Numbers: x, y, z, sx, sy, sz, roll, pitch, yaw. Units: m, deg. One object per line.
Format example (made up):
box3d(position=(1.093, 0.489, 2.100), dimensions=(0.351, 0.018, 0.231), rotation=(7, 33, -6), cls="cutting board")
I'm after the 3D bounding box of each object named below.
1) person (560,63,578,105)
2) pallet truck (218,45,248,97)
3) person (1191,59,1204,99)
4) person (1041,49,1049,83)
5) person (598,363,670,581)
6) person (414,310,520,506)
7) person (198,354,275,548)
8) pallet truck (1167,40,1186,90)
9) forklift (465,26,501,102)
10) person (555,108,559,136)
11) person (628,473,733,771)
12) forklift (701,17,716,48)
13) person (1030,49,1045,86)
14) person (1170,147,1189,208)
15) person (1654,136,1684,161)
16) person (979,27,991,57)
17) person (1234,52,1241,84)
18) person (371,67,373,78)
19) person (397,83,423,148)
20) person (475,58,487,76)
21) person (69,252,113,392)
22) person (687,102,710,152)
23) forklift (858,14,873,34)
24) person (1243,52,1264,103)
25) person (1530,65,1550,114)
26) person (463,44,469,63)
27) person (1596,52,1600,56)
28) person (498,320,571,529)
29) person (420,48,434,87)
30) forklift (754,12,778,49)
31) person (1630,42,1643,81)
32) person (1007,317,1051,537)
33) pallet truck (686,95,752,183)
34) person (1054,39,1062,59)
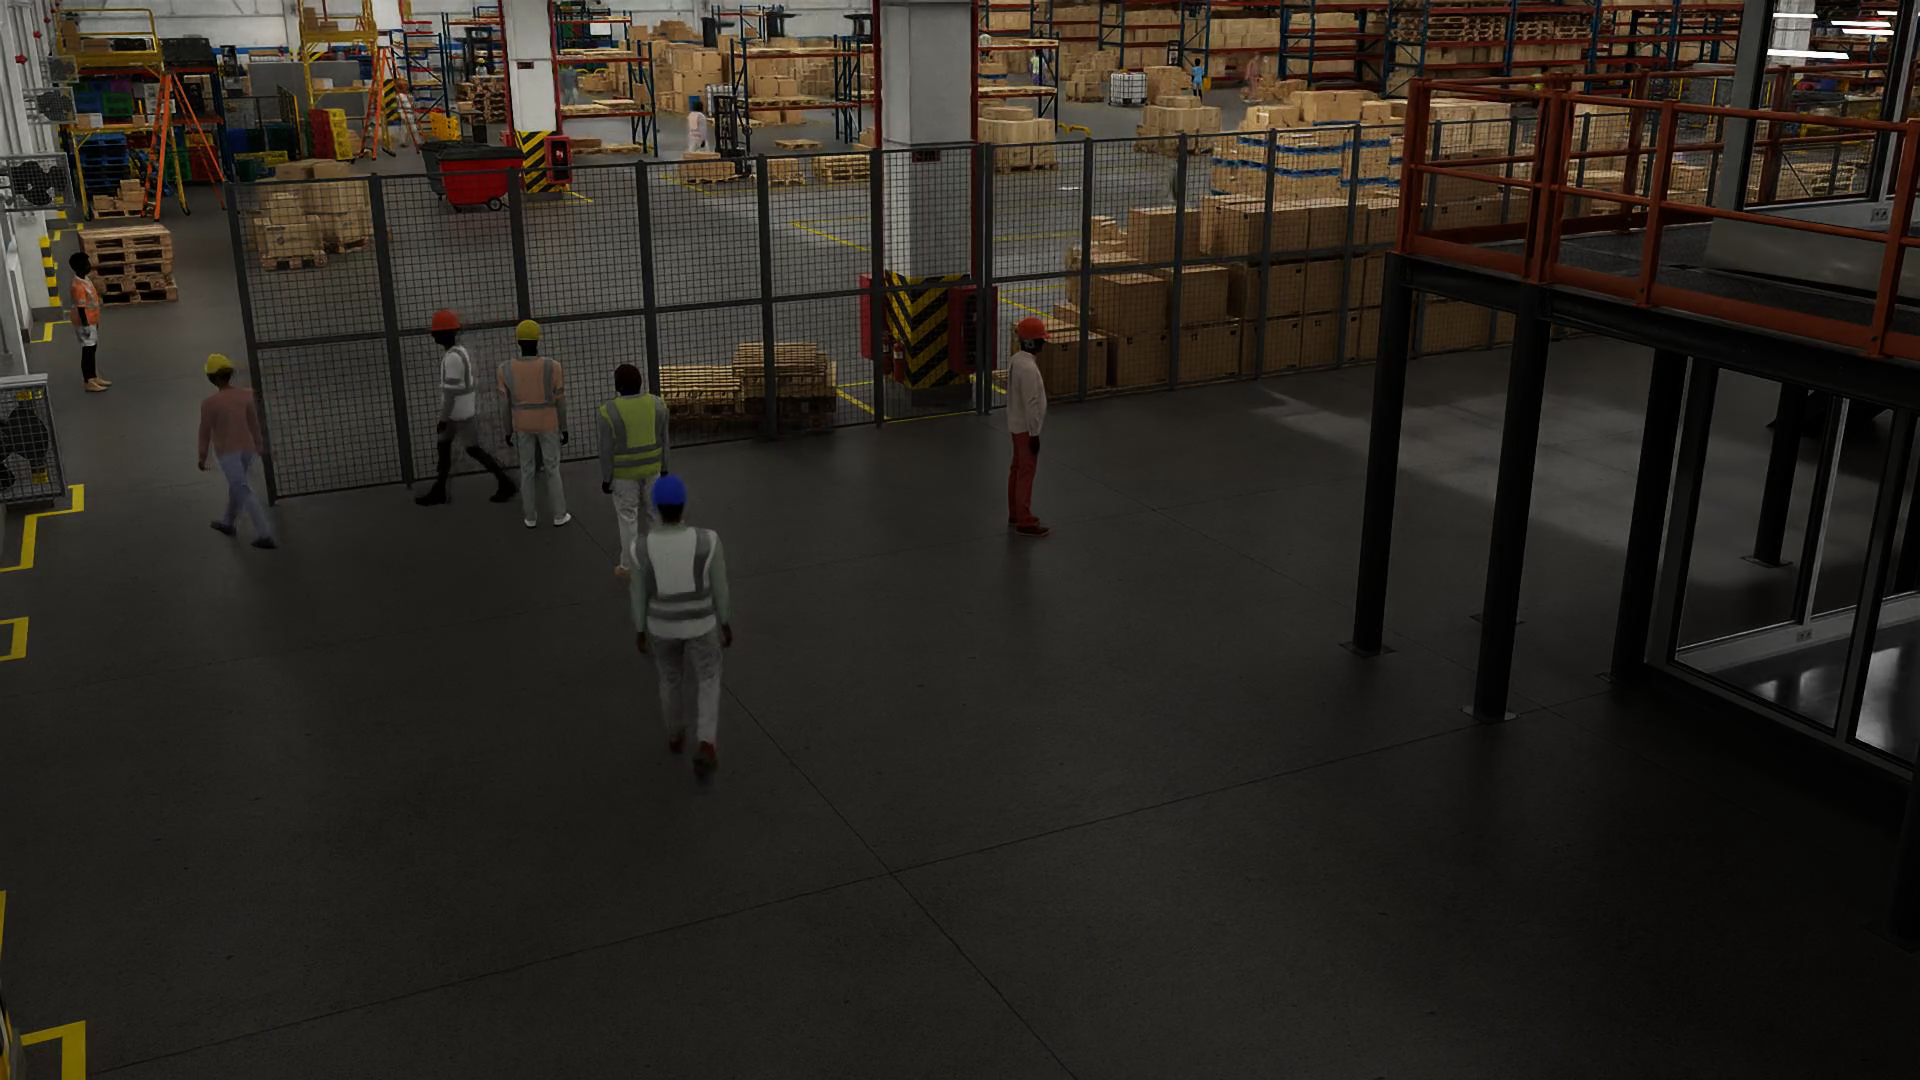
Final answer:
box3d(position=(-13.259, -15.338, 56.643), dimensions=(0.653, 1.881, 1.037), rotation=(-11, 22, -29), cls="person")
box3d(position=(-28.879, -18.665, 66.111), dimensions=(0.823, 1.965, 1.885), rotation=(-3, 19, -9), cls="pallet truck")
box3d(position=(8.804, -16.996, 61.722), dimensions=(0.532, 1.698, 0.319), rotation=(-10, 21, -26), cls="person")
box3d(position=(3.663, -21.132, 73.388), dimensions=(0.654, 1.910, 0.771), rotation=(-7, 20, -20), cls="person")
box3d(position=(-2.718, -0.571, 13.893), dimensions=(0.627, 1.846, 0.429), rotation=(-13, 23, -33), cls="person")
box3d(position=(-4.726, -1.243, 15.771), dimensions=(0.959, 1.898, 0.545), rotation=(-7, 20, -18), cls="person")
box3d(position=(-6.462, -0.795, 14.721), dimensions=(0.903, 1.712, 0.542), rotation=(9, 21, 25), cls="person")
box3d(position=(9.045, -19.971, 69.895), dimensions=(0.823, 1.965, 1.885), rotation=(-3, 19, -8), cls="pallet truck")
box3d(position=(-17.688, -17.560, 61.573), dimensions=(1.129, 2.768, 1.873), rotation=(-14, 24, -36), cls="forklift")
box3d(position=(-10.131, -10.019, 41.079), dimensions=(0.633, 1.974, 0.609), rotation=(-11, 22, -29), cls="person")
box3d(position=(-1.771, 0.530, 10.569), dimensions=(0.627, 1.950, 0.543), rotation=(0, 19, -1), cls="person")
box3d(position=(-10.921, -21.323, 72.480), dimensions=(1.873, 2.768, 1.129), rotation=(-9, 21, -25), cls="forklift")
box3d(position=(3.043, -18.332, 65.300), dimensions=(0.595, 1.900, 0.713), rotation=(-1, 19, -4), cls="person")
box3d(position=(4.094, -6.279, 30.453), dimensions=(0.539, 1.825, 0.928), rotation=(-18, 26, -42), cls="person")
box3d(position=(13.154, -6.625, 31.144), dimensions=(0.610, 2.040, 0.394), rotation=(11, 22, 29), cls="person")
box3d(position=(1.286, -24.982, 84.423), dimensions=(0.622, 1.994, 0.381), rotation=(8, 20, 21), cls="person")
box3d(position=(12.362, -21.132, 73.336), dimensions=(0.468, 1.953, 0.626), rotation=(-13, 23, -34), cls="person")
box3d(position=(-20.792, -16.346, 59.621), dimensions=(0.506, 1.842, 0.342), rotation=(-5, 20, -15), cls="person")
box3d(position=(-15.590, -11.974, 46.983), dimensions=(1.009, 1.830, 0.589), rotation=(12, 22, 30), cls="person")
box3d(position=(-17.584, -16.856, 61.265), dimensions=(0.333, 1.734, 0.480), rotation=(14, 23, 34), cls="person")
box3d(position=(-10.551, -2.633, 20.102), dimensions=(0.323, 1.689, 0.530), rotation=(-6, 20, -17), cls="person")
box3d(position=(-6.393, -9.871, 40.937), dimensions=(0.638, 1.787, 0.980), rotation=(13, 23, 34), cls="person")
box3d(position=(-4.305, -23.229, 78.008), dimensions=(1.129, 2.768, 1.873), rotation=(15, 24, 37), cls="forklift")
box3d(position=(11.116, -17.474, 62.888), dimensions=(0.924, 1.848, 0.723), rotation=(13, 23, 34), cls="person")
box3d(position=(20.233, -15.689, 57.977), dimensions=(0.583, 1.657, 0.427), rotation=(-5, 20, -15), cls="person")
box3d(position=(-21.774, -21.194, 73.553), dimensions=(0.375, 1.932, 0.544), rotation=(-2, 19, -5), cls="person")
box3d(position=(29.864, -22.693, 78.210), dimensions=(0.534, 1.722, 0.912), rotation=(-11, 22, -28), cls="person")
box3d(position=(-3.865, -1.049, 15.149), dimensions=(0.585, 1.928, 0.369), rotation=(-2, 19, -6), cls="person")
box3d(position=(-20.918, -18.273, 65.103), dimensions=(0.654, 1.915, 0.742), rotation=(-12, 23, -32), cls="person")
box3d(position=(-9.221, -24.474, 81.615), dimensions=(1.873, 2.768, 1.129), rotation=(-9, 21, -25), cls="forklift")
box3d(position=(30.534, -21.580, 74.860), dimensions=(0.584, 1.796, 0.970), rotation=(-12, 23, -32), cls="person")
box3d(position=(0.613, -1.024, 14.976), dimensions=(0.386, 1.992, 0.624), rotation=(-4, 19, -11), cls="person")
box3d(position=(-5.836, -9.608, 39.856), dimensions=(0.823, 1.965, 1.885), rotation=(10, 22, 27), cls="pallet truck")
box3d(position=(4.707, -23.143, 79.656), dimensions=(0.432, 1.625, 0.520), rotation=(-6, 20, -18), cls="person")
